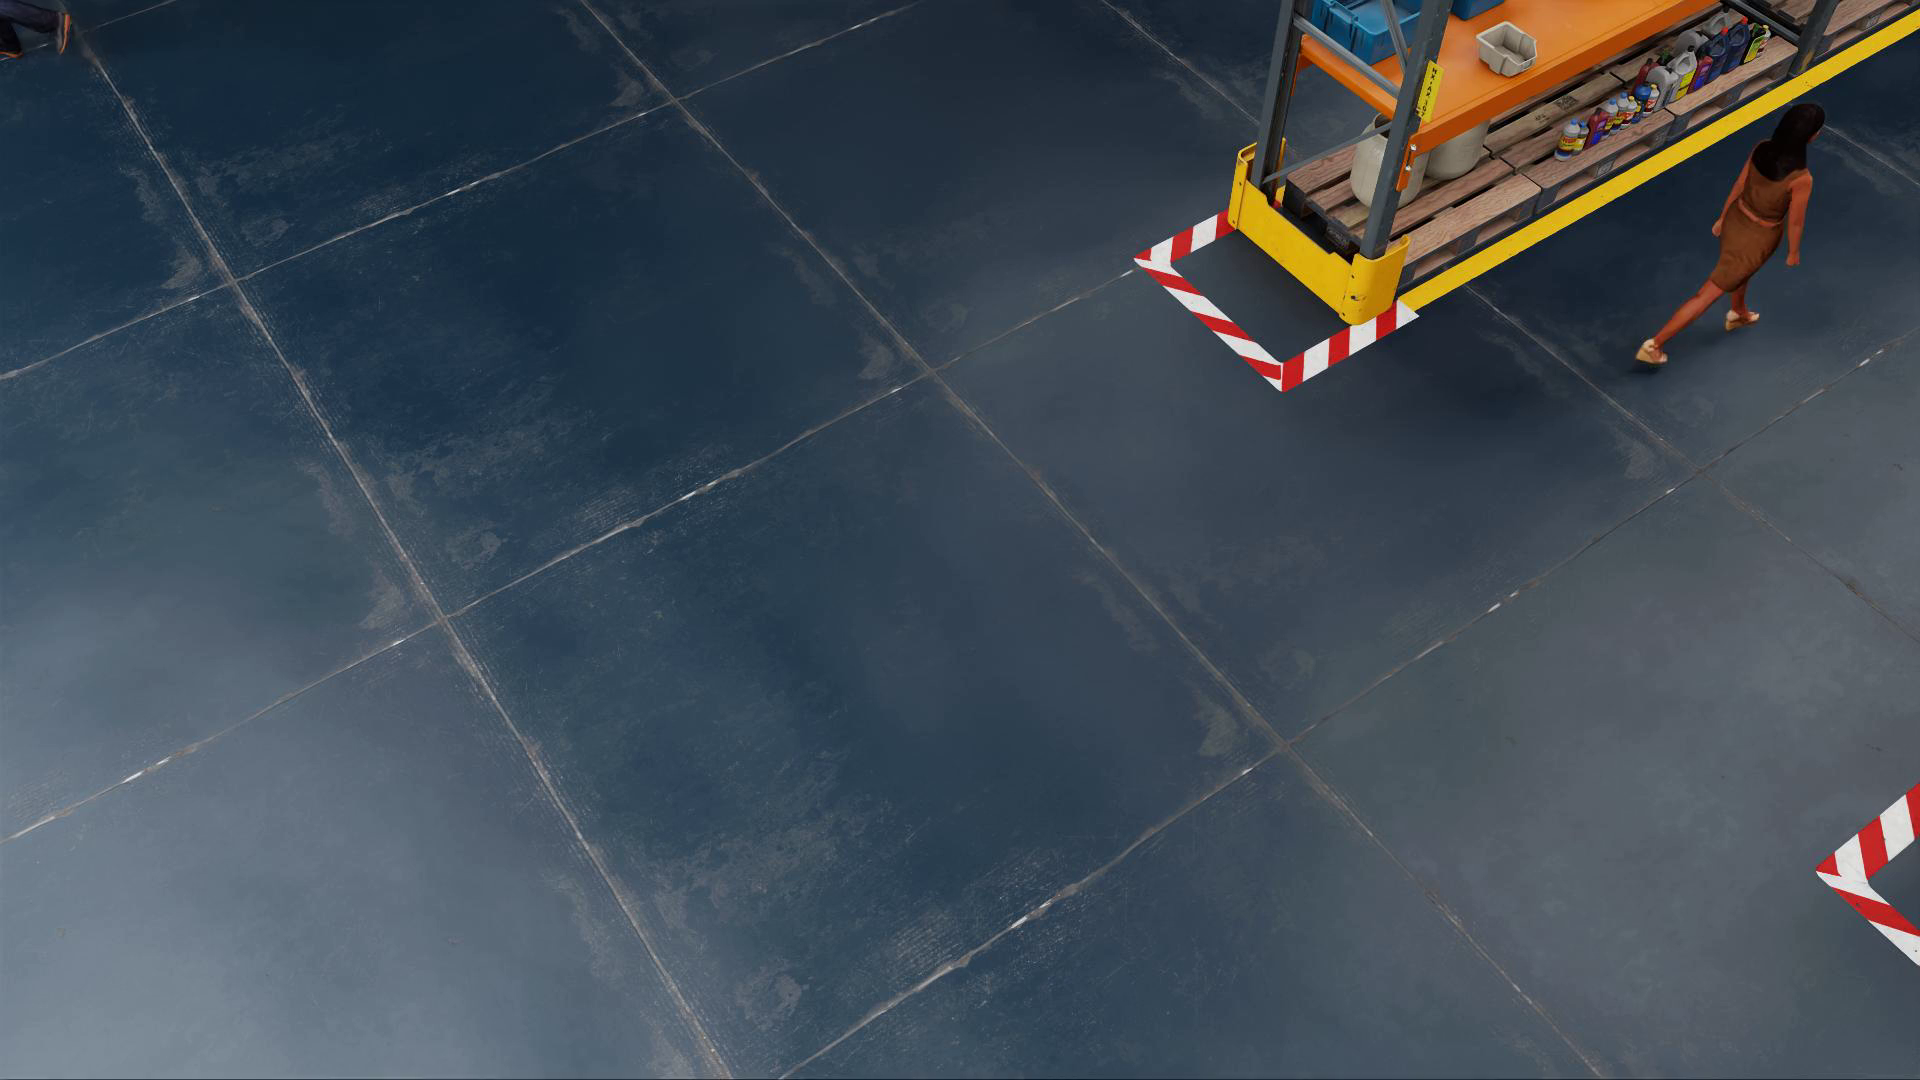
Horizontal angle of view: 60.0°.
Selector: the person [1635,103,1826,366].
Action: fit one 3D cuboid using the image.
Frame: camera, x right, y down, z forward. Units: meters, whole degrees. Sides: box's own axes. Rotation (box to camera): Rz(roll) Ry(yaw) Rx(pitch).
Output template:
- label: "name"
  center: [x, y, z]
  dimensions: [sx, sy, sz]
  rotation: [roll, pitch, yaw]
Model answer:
- label: "person"
  center: [4.134, -1.564, 8.899]
  dimensions: [1.155, 1.645, 0.826]
  rotation: [-13, 53, -10]
